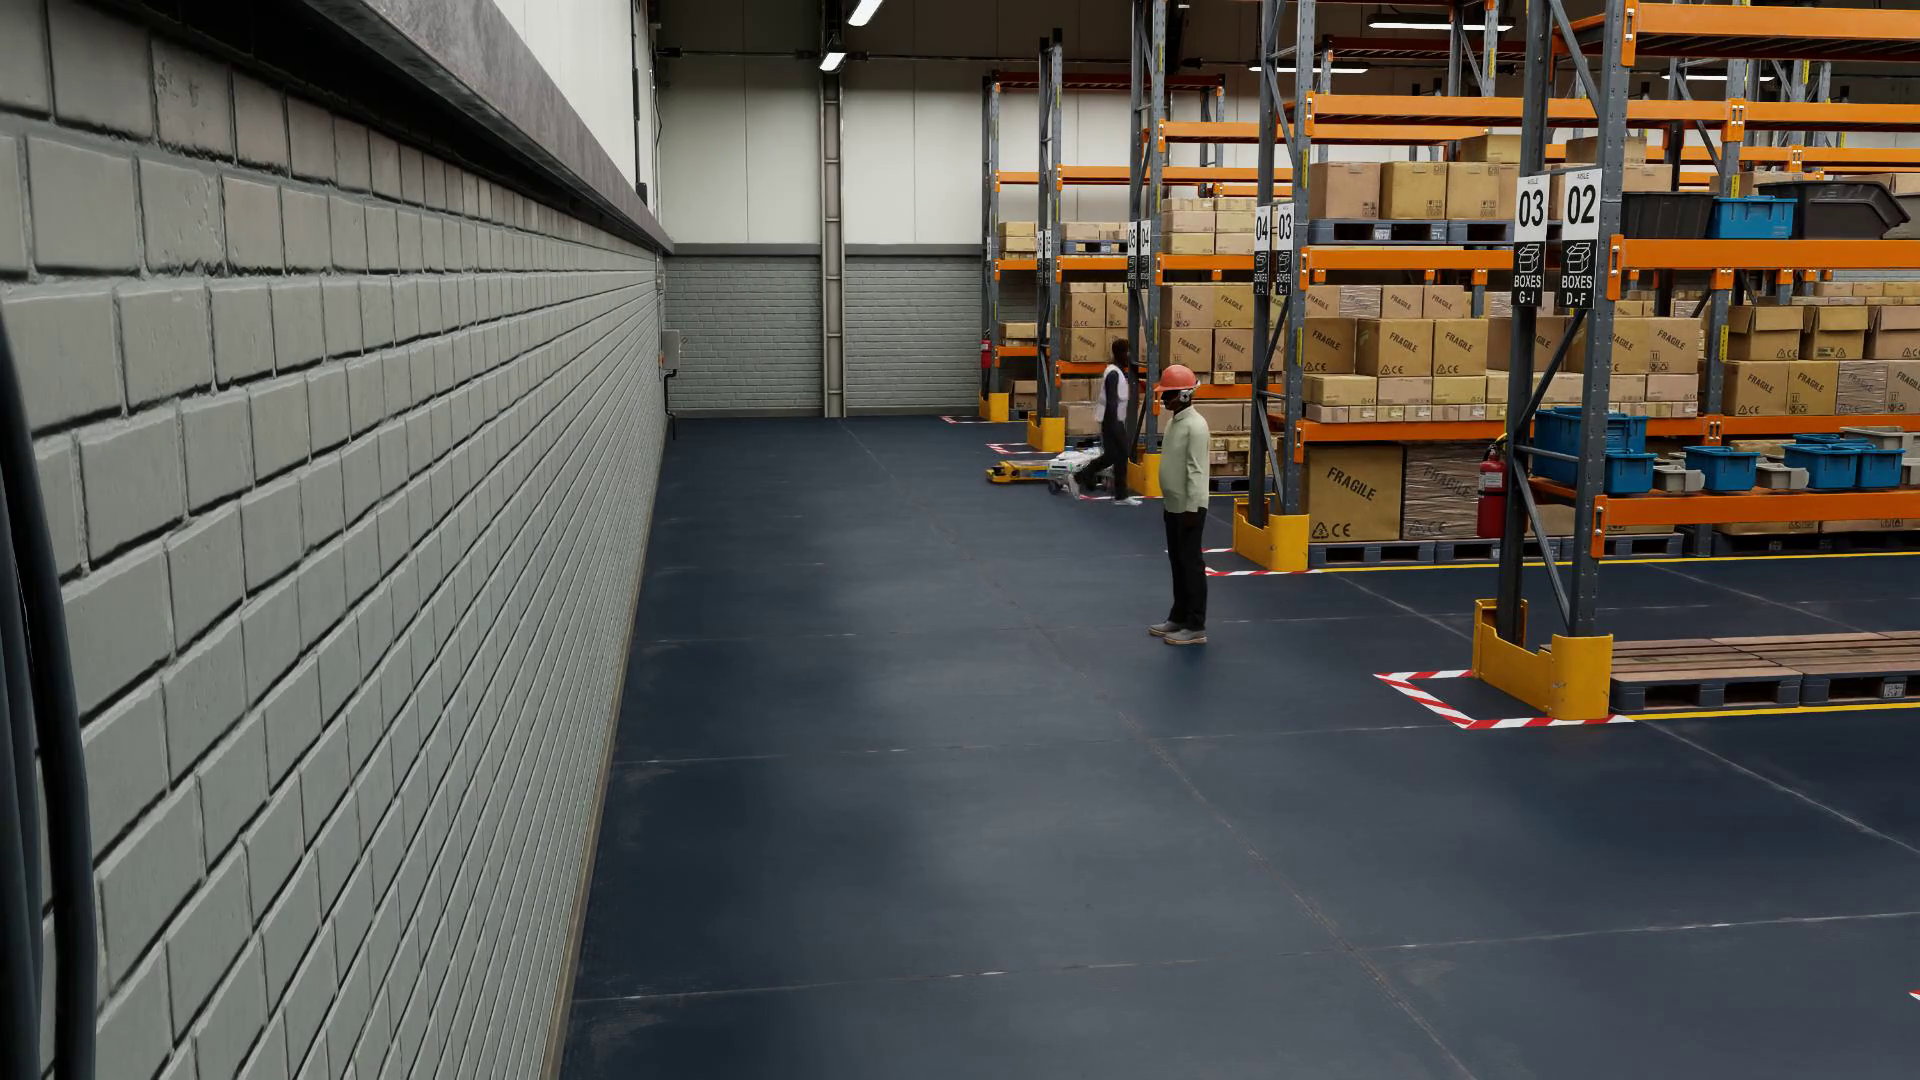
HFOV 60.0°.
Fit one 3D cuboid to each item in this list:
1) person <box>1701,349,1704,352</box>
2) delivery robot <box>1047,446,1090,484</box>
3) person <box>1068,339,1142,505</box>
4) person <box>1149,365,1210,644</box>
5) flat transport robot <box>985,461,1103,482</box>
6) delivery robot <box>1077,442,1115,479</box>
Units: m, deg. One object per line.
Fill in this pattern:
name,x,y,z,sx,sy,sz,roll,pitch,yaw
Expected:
person,8.735,-1.375,19.031,0.842,1.916,0.546,0,9,-2
delivery robot,1.300,-0.879,19.851,0.477,0.478,0.707,4,10,23
person,1.664,-1.332,18.832,0.762,1.890,0.621,2,9,14
person,1.572,-0.255,11.888,0.402,1.988,0.611,-2,9,-14
flat transport robot,1.073,-0.878,21.008,1.431,0.197,0.652,-1,9,-7
delivery robot,1.676,-0.953,20.306,0.707,0.478,0.477,9,13,44
